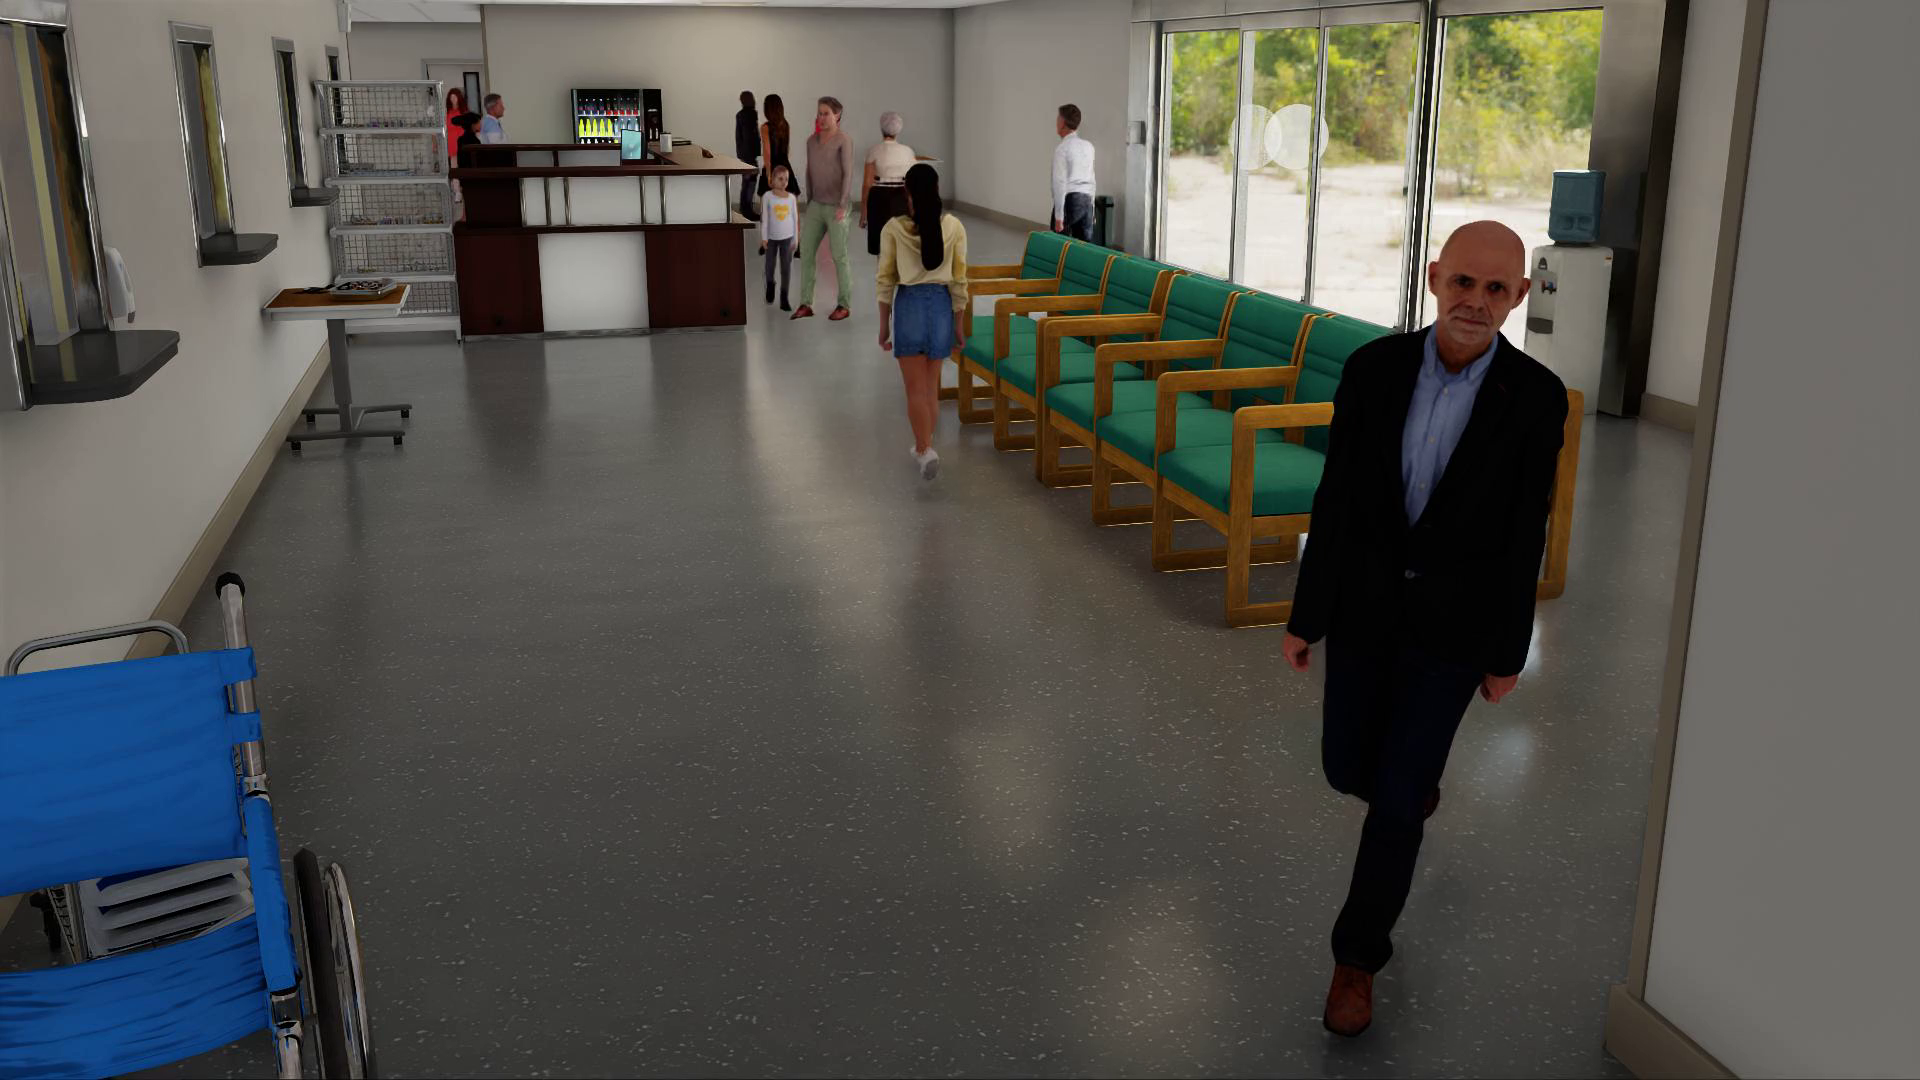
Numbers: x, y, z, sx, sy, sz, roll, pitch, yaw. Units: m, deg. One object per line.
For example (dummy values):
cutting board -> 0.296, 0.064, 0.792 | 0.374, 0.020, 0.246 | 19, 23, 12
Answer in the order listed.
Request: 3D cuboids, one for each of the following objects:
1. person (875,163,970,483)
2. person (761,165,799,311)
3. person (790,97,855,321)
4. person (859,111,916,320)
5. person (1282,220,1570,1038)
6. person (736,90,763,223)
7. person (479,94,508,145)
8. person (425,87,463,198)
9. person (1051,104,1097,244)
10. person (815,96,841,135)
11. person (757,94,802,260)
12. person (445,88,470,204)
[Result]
person -> -0.181, -1.083, 8.524 | 1.032, 1.604, 0.734 | -3, 16, -12
person -> -1.636, -2.703, 14.893 | 0.664, 1.266, 0.556 | -5, 16, -16
person -> -1.053, -2.810, 14.186 | 0.929, 1.855, 0.991 | 10, 19, 32
person -> -0.575, -2.747, 14.169 | 0.698, 1.743, 0.760 | -8, 18, -27
person -> 1.041, 0.177, 3.754 | 1.109, 1.767, 1.169 | 10, 19, 31
person -> -3.033, -5.505, 23.814 | 0.641, 1.818, 0.739 | -4, 16, -13
person -> -5.480, -4.231, 19.343 | 1.172, 1.792, 0.756 | -6, 17, -19
person -> -8.831, -6.724, 28.110 | 1.112, 1.833, 0.942 | 3, 16, 12
person -> 1.034, -2.813, 14.318 | 1.152, 1.790, 1.059 | -15, 22, -42
person -> -1.963, -5.718, 24.735 | 0.649, 1.728, 0.727 | 6, 17, 22
person -> -1.955, -3.961, 18.389 | 1.134, 1.789, 0.917 | -12, 20, -36
person -> -7.982, -6.280, 26.644 | 1.135, 1.775, 0.885 | 0, 16, 1
